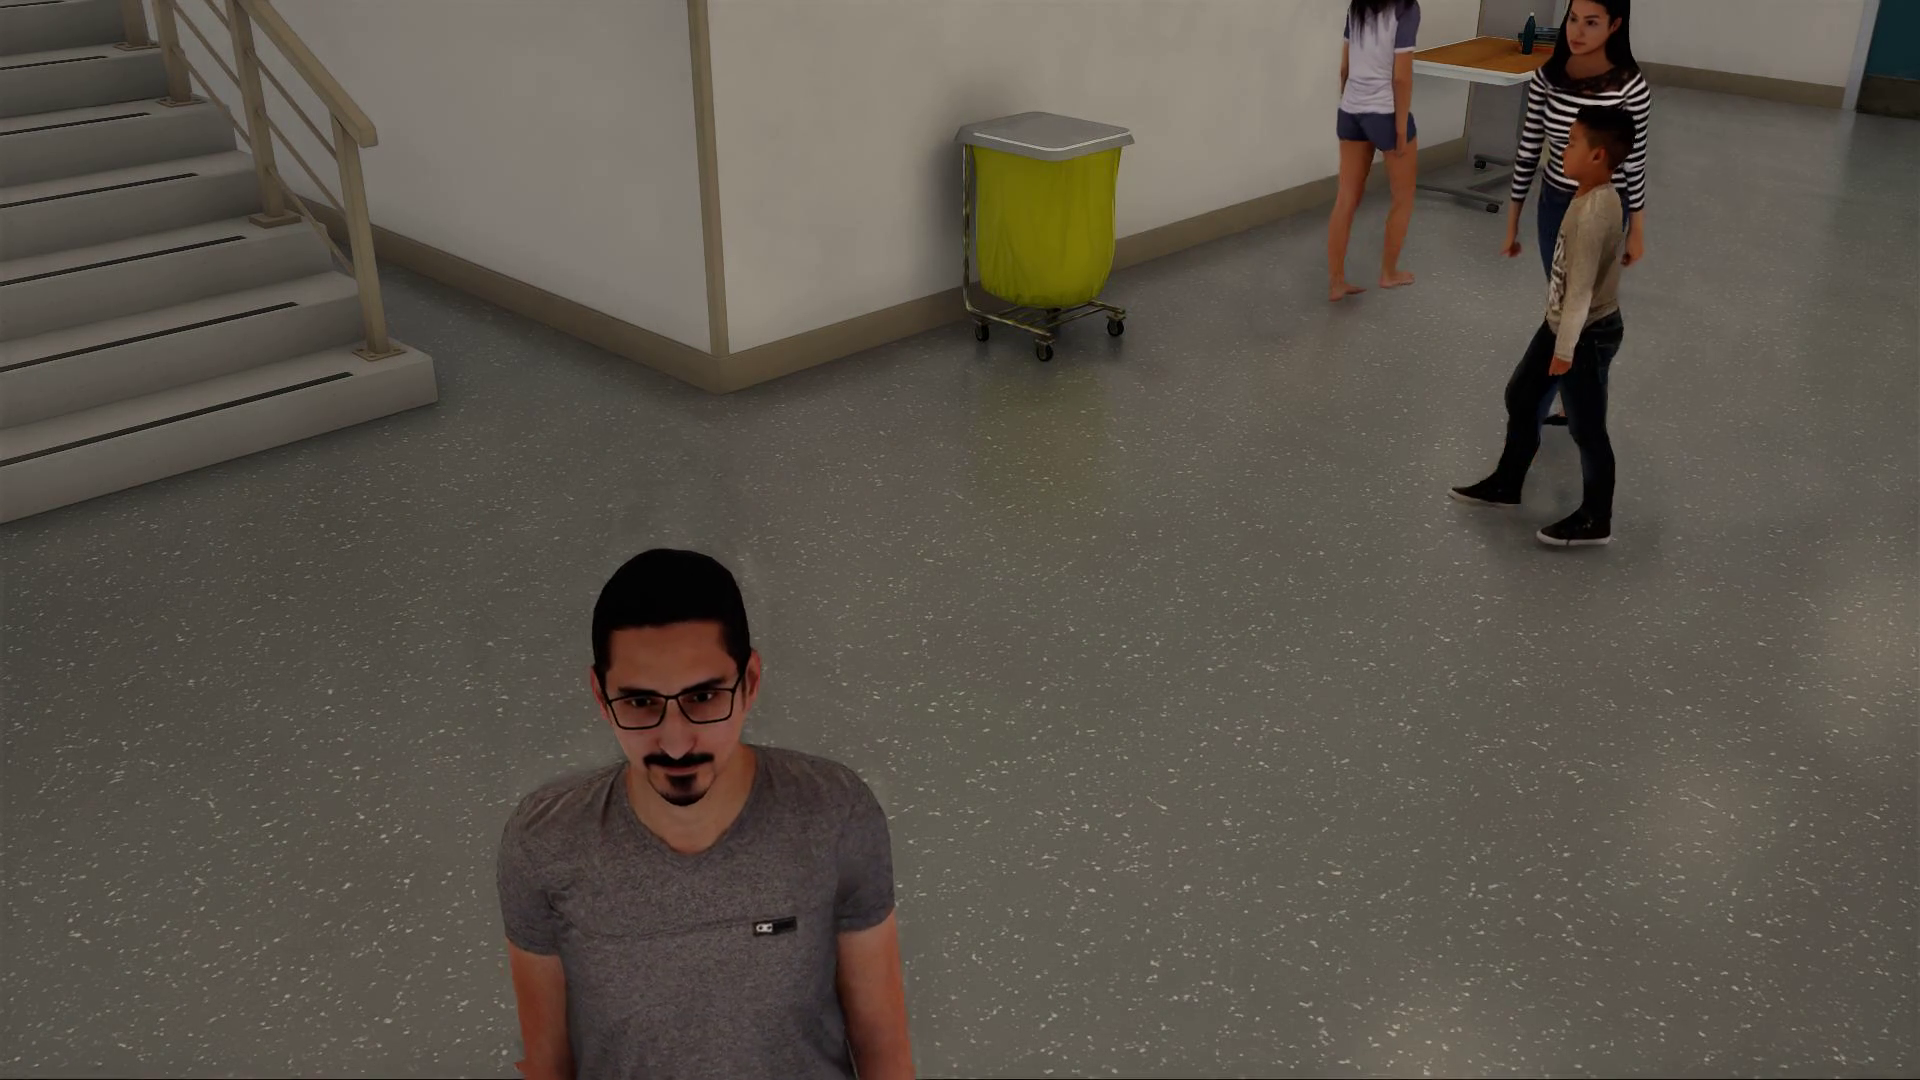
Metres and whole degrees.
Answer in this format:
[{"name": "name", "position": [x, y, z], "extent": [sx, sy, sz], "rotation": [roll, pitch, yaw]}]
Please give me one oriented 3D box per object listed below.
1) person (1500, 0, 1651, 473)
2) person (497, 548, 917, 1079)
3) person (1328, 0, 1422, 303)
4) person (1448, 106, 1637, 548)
[{"name": "person", "position": [2.272, -1.116, 6.046], "extent": [0.714, 1.743, 0.913], "rotation": [-20, 32, -35]}, {"name": "person", "position": [-0.295, 0.781, 2.136], "extent": [1.019, 1.722, 1.218], "rotation": [-6, 26, -12]}, {"name": "person", "position": [1.890, -1.946, 7.807], "extent": [0.719, 1.708, 0.739], "rotation": [-20, 32, -35]}, {"name": "person", "position": [2.108, -0.683, 5.485], "extent": [0.886, 1.449, 0.796], "rotation": [5, 26, 10]}]
